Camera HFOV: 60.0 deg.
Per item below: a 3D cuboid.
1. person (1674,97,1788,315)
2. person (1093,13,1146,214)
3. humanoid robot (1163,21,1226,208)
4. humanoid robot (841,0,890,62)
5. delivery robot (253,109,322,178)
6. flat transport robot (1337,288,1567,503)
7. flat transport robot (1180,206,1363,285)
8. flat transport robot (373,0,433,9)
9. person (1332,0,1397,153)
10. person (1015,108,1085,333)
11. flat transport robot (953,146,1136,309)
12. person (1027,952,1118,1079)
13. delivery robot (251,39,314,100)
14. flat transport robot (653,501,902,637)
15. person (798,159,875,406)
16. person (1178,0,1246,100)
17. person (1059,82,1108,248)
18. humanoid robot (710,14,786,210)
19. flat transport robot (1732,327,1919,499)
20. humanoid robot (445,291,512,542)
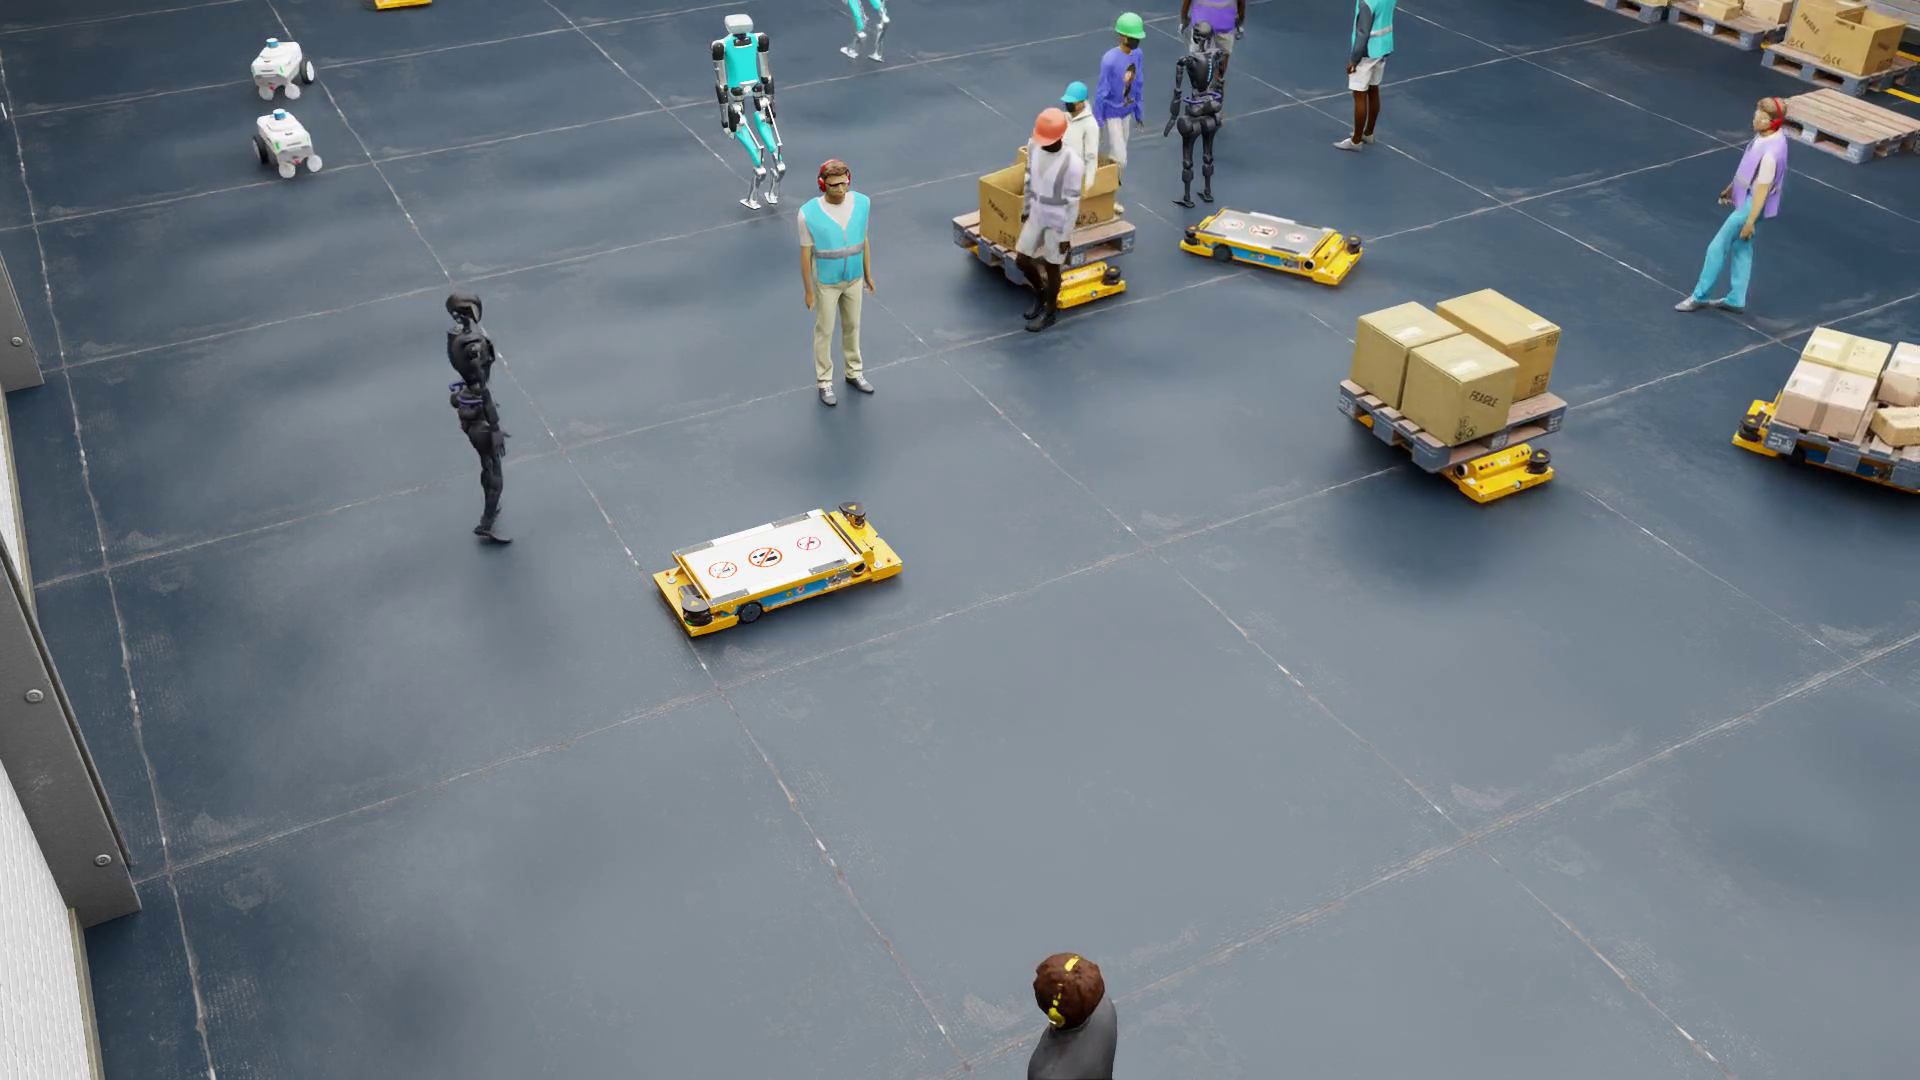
[{"bbox_3d":[6.161,-2.634,13.127,0.535,1.818,0.664,14,37,19],"label":"person"},{"bbox_3d":[1.403,-3.746,14.690,0.476,1.854,0.468,-30,45,-35],"label":"person"},{"bbox_3d":[2.130,-3.829,14.943,0.599,1.657,0.315,-17,39,-23],"label":"humanoid robot"},{"bbox_3d":[-1.025,-5.936,17.921,0.540,1.743,0.953,-19,39,-25],"label":"humanoid robot"},{"bbox_3d":[-6.457,-3.832,15.919,0.500,0.573,0.735,-20,40,-26],"label":"delivery robot"},{"bbox_3d":[3.452,-0.753,11.791,0.659,0.231,1.431,-17,39,-23],"label":"flat transport robot"},{"bbox_3d":[2.688,-2.555,14.364,1.431,0.231,0.659,18,39,24],"label":"flat transport robot"},{"bbox_3d":[-6.968,-6.858,20.508,0.659,0.231,1.431,-15,38,-20],"label":"flat transport robot"},{"bbox_3d":[3.931,-4.684,15.948,0.433,1.940,0.550,28,43,34],"label":"person"},{"bbox_3d":[0.649,-2.444,12.790,0.623,1.893,0.469,29,44,35],"label":"person"},{"bbox_3d":[0.722,-2.384,14.120,0.659,0.231,1.431,-20,40,-26],"label":"flat transport robot"},{"bbox_3d":[0.388,2.205,6.169,0.356,1.875,0.492,14,37,19],"label":"person"},{"bbox_3d":[-7.205,-5.012,17.639,0.524,0.614,0.786,-1,35,-2],"label":"delivery robot"},{"bbox_3d":[-1.146,0.170,10.474,1.431,0.231,0.659,-17,39,-23],"label":"flat transport robot"},{"bbox_3d":[-0.889,-1.881,12.026,0.569,1.845,0.383,-21,40,-27],"label":"person"},{"bbox_3d":[2.527,-5.203,16.685,0.697,1.944,0.472,7,36,9],"label":"person"},{"bbox_3d":[0.984,-3.020,13.834,0.466,1.636,0.837,26,42,32],"label":"person"},{"bbox_3d":[-1.791,-3.701,14.604,0.533,1.677,0.735,-17,39,-23],"label":"humanoid robot"},{"bbox_3d":[6.258,-0.666,11.667,1.431,0.231,0.659,21,40,27],"label":"flat transport robot"},{"bbox_3d":[-3.078,-0.806,10.647,0.368,1.646,0.600,-17,38,-22],"label":"humanoid robot"}]
